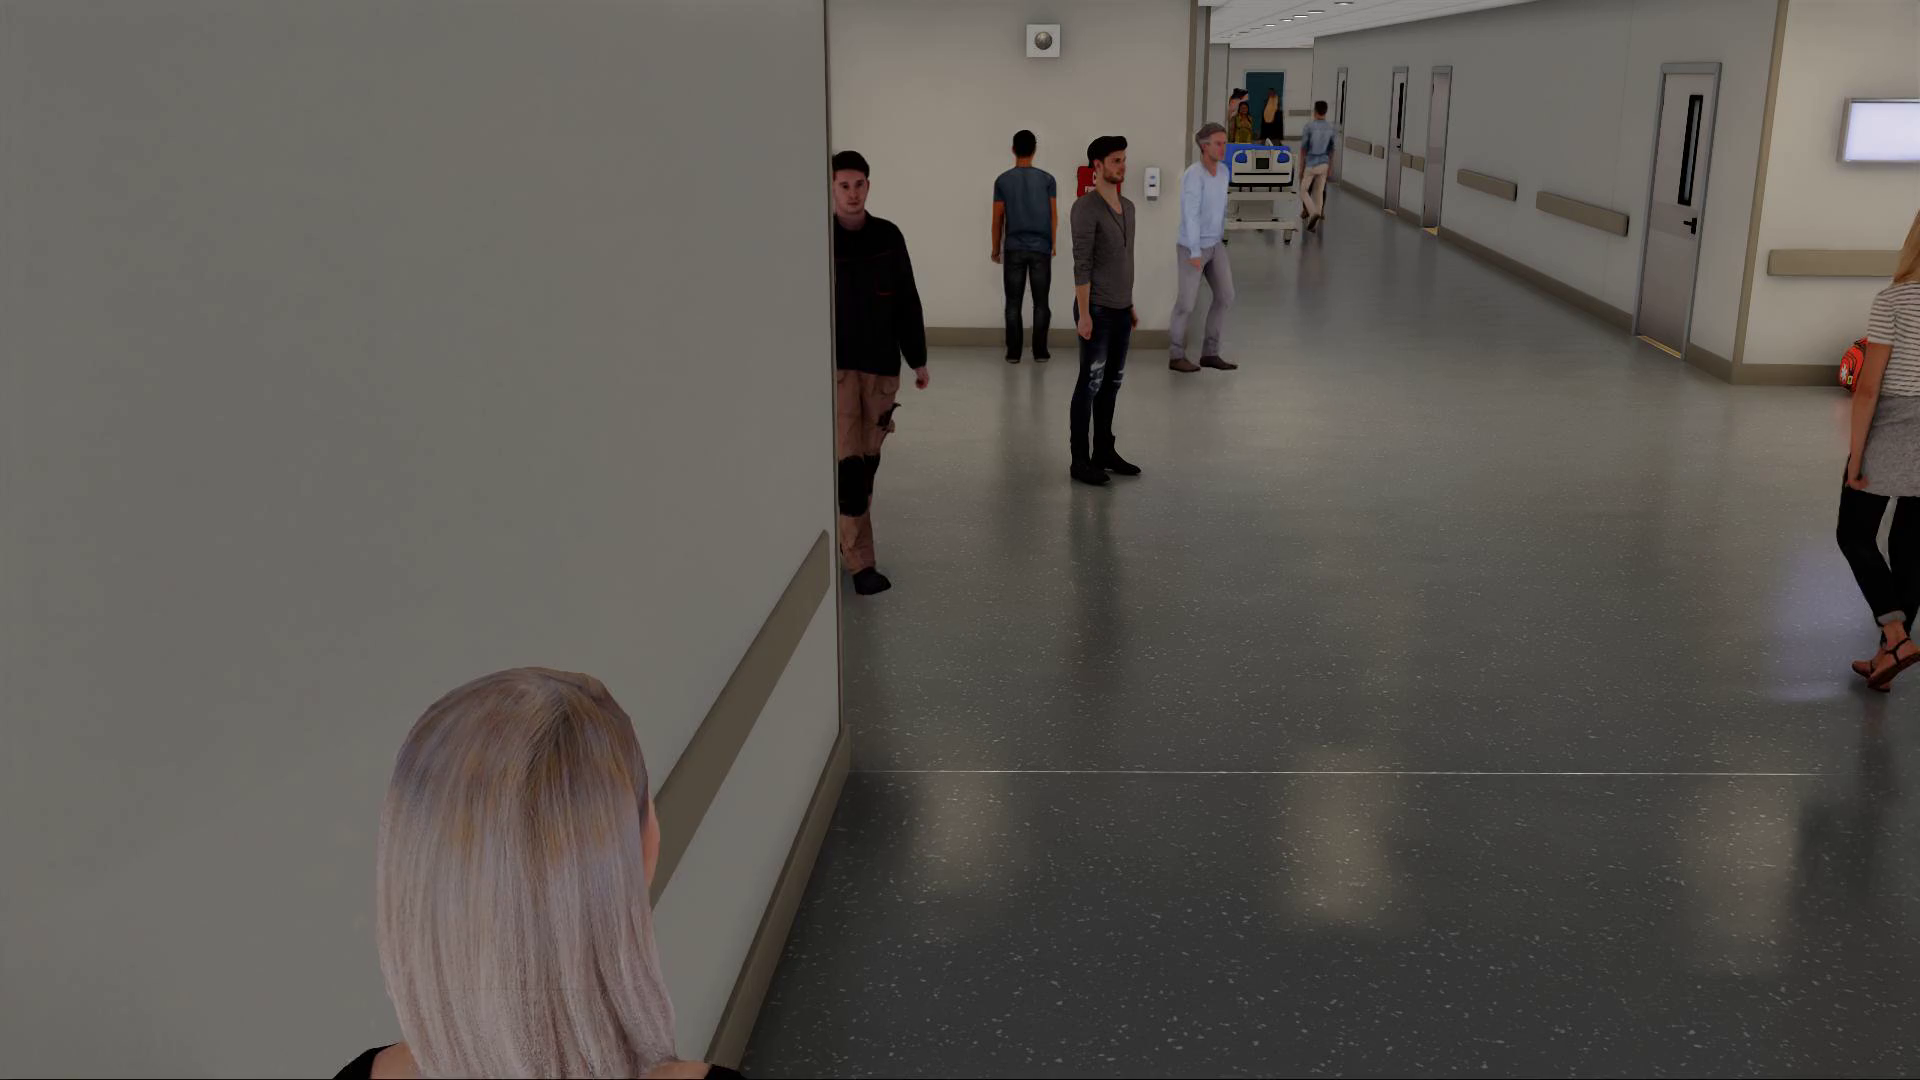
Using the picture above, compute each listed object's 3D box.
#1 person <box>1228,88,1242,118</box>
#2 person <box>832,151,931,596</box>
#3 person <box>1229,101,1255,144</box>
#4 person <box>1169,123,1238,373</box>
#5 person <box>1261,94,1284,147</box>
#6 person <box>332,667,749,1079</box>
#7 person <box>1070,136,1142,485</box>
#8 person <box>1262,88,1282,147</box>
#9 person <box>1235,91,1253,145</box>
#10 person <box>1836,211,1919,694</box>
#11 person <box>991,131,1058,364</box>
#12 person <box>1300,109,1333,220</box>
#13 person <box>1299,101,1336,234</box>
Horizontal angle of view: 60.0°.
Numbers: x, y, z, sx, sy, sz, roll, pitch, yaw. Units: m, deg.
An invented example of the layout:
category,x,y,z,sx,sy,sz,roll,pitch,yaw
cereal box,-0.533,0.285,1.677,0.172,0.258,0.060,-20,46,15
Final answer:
category,x,y,z,sx,sy,sz,roll,pitch,yaw
person,8.111,-12.466,49.222,0.674,1.762,0.746,-11,19,-33
person,-0.478,-0.742,7.421,1.269,1.881,1.145,-7,17,-22
person,5.773,-8.161,34.142,0.890,1.661,1.033,-5,16,-17
person,1.756,-2.179,12.555,0.870,1.859,0.930,-14,21,-40
person,5.828,-7.430,31.215,0.666,1.841,0.766,12,20,37
person,-0.327,0.998,1.379,1.002,1.809,0.703,3,16,10
person,0.798,-1.297,9.347,0.781,1.904,0.774,12,20,36
person,8.291,-11.053,44.110,1.242,1.777,1.200,-14,21,-40
person,6.609,-9.709,39.384,0.898,1.795,0.829,13,20,39
person,3.420,-0.281,5.905,0.732,1.815,0.668,1,16,4
person,0.528,-2.274,13.018,0.486,1.792,0.719,1,16,5
person,5.610,-5.928,26.105,0.526,1.723,0.702,4,16,13
person,5.079,-5.285,23.608,0.811,1.841,0.815,-2,16,-7
